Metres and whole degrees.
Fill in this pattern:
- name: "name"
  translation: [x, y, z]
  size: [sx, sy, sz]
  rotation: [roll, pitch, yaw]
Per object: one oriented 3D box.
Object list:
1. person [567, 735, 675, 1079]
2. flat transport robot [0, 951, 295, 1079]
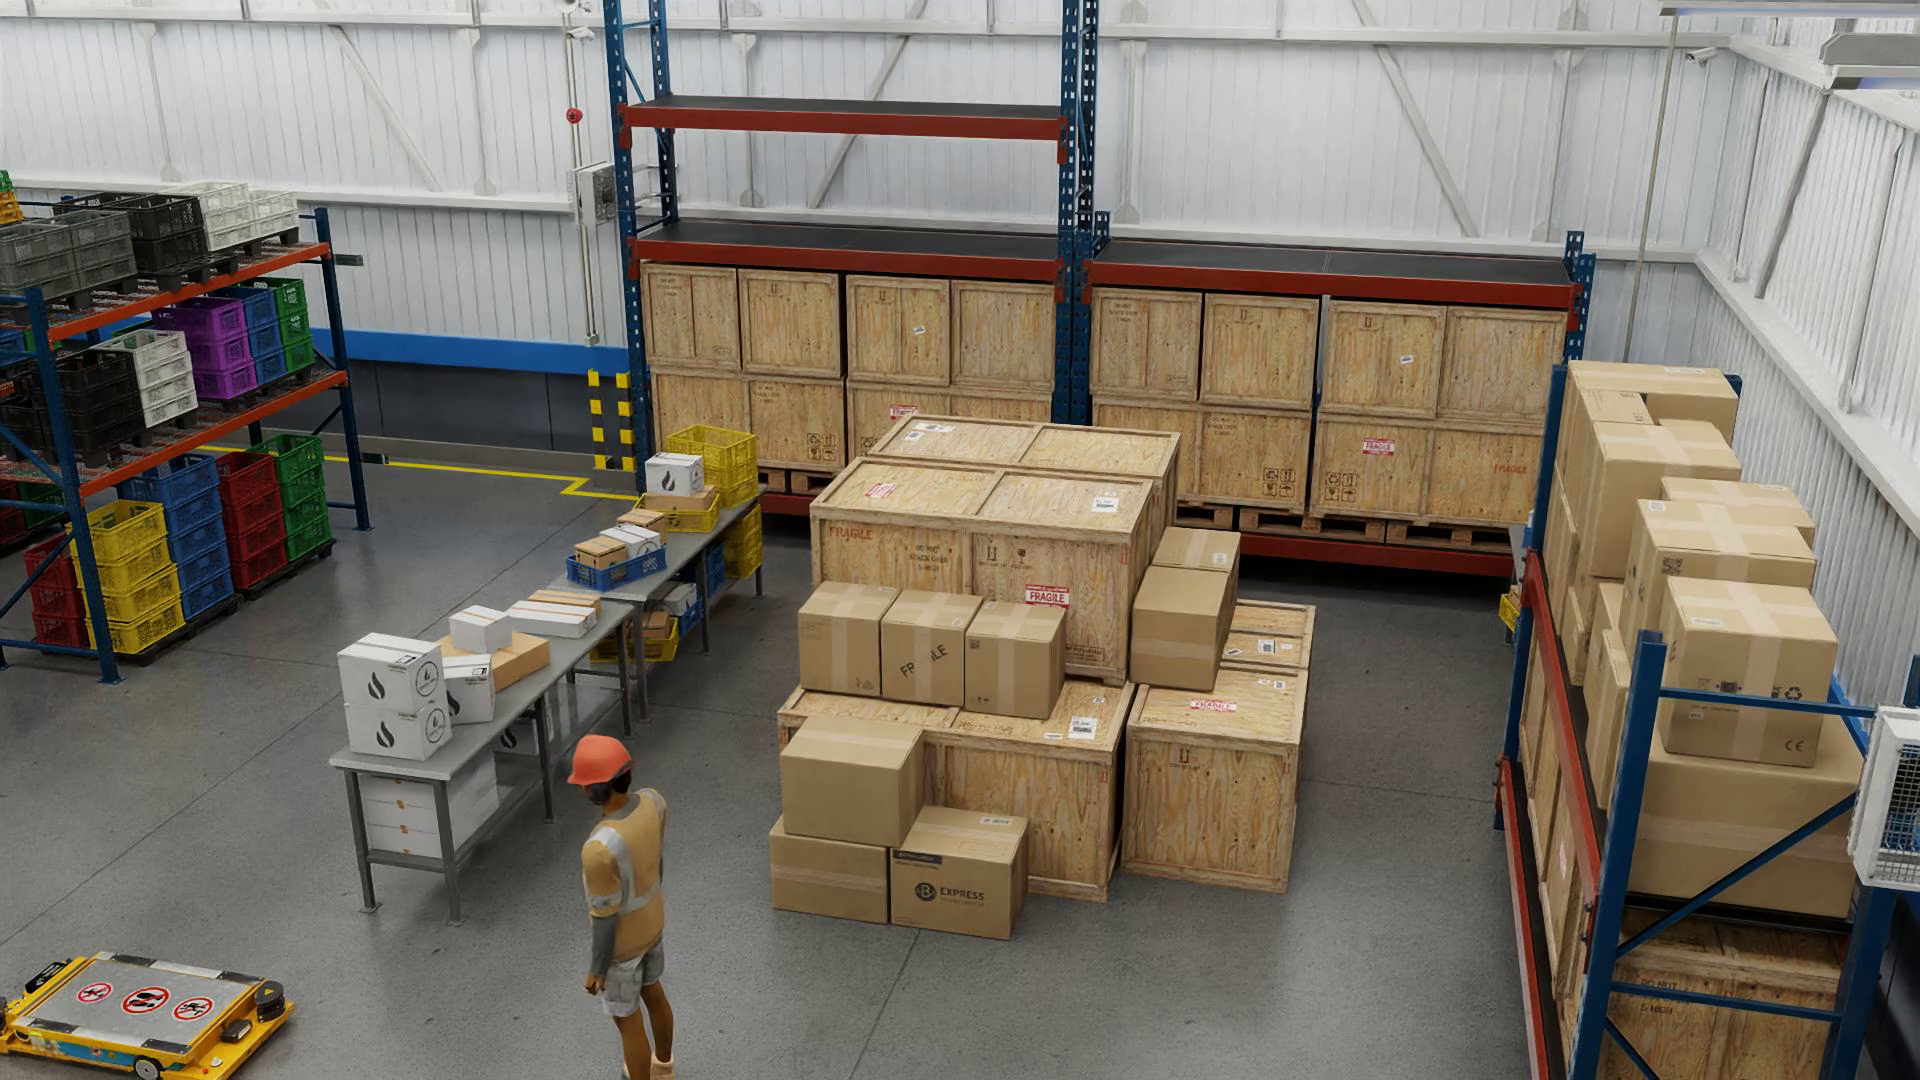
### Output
- name: "person"
  translation: [-1.583, 1.831, 7.787]
  size: [0.384, 2.034, 0.604]
  rotation: [6, 22, 16]
- name: "flat transport robot"
  translation: [-4.270, 2.464, 8.601]
  size: [1.431, 0.231, 0.659]
  rotation: [5, 22, 13]
